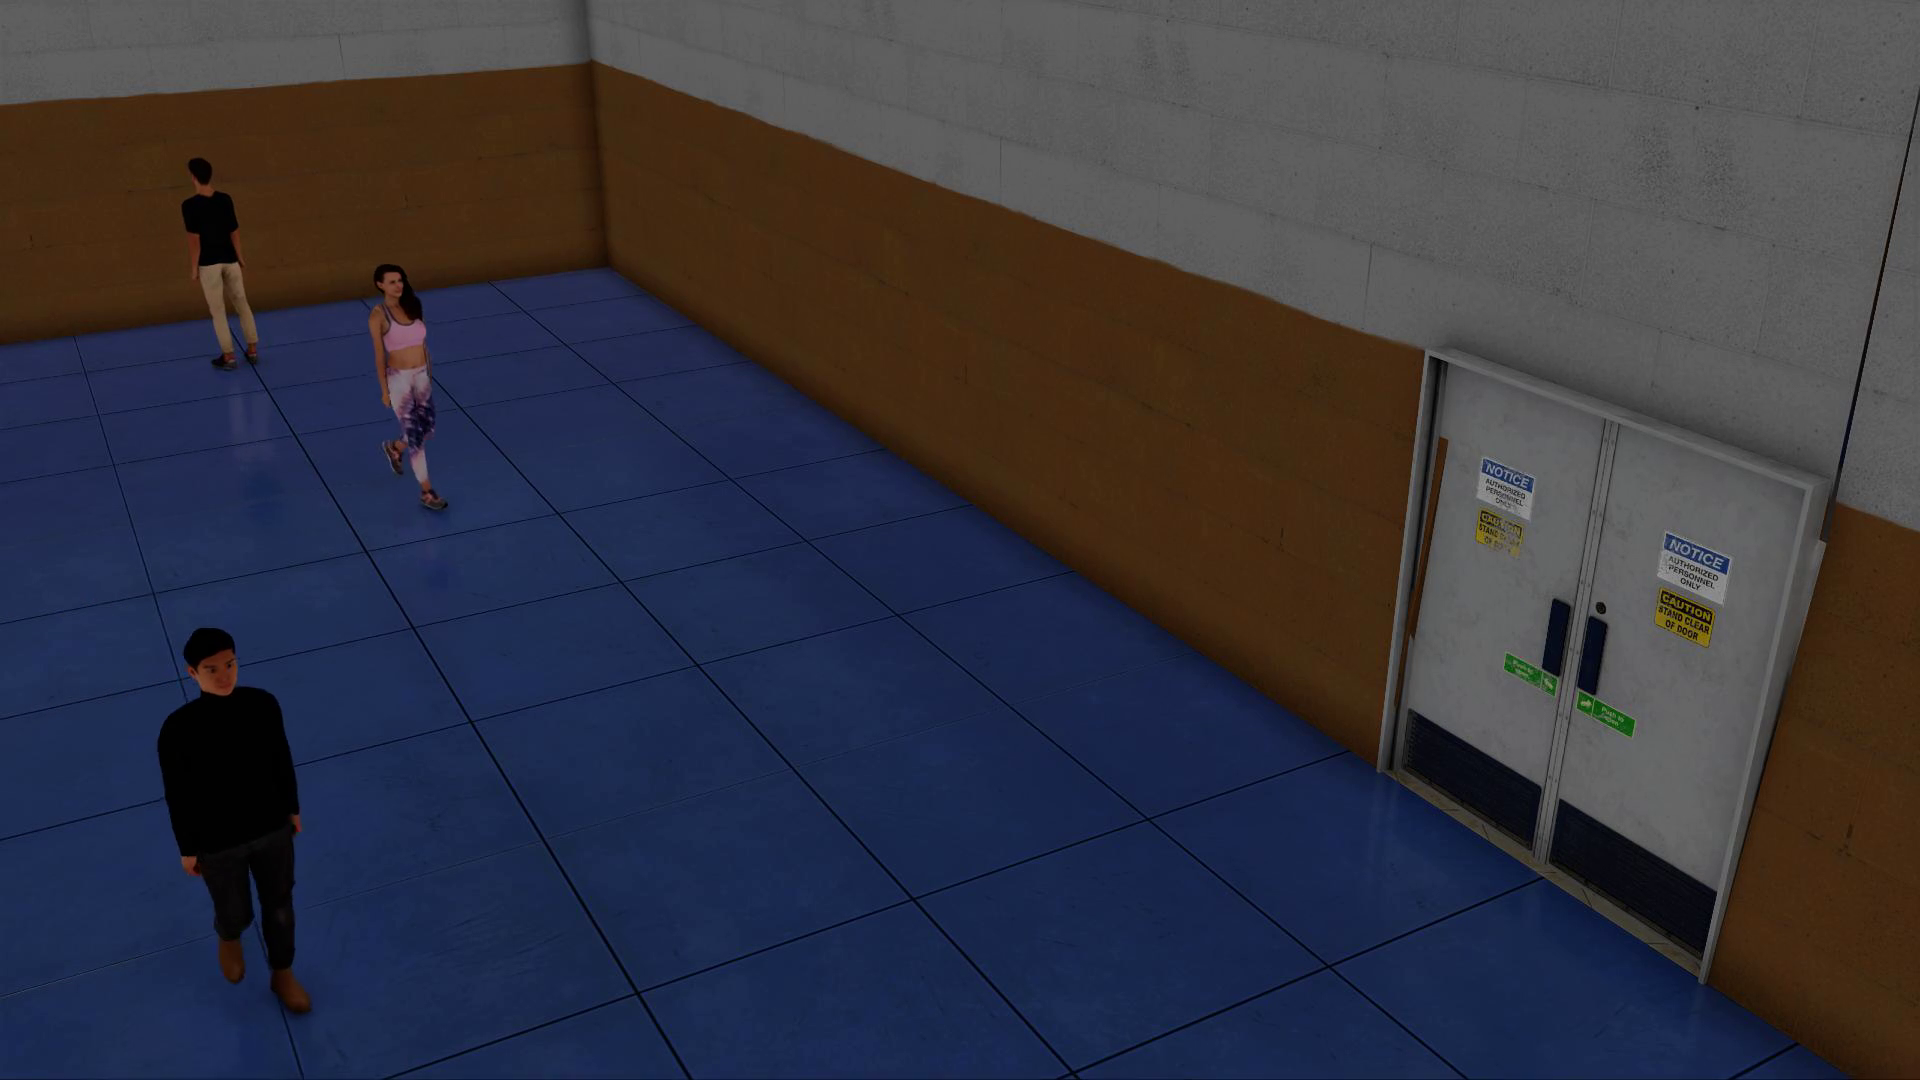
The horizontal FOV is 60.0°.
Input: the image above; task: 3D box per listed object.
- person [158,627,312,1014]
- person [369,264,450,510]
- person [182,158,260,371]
[{"bbox_3d":[-2.959,1.125,6.768,0.785,1.717,0.811,-20,31,-39],"label":"person"},{"bbox_3d":[-3.970,-1.098,11.807,0.897,1.750,1.019,16,29,33],"label":"person"},{"bbox_3d":[-6.561,-2.443,14.718,0.775,1.855,0.612,17,29,34],"label":"person"}]
